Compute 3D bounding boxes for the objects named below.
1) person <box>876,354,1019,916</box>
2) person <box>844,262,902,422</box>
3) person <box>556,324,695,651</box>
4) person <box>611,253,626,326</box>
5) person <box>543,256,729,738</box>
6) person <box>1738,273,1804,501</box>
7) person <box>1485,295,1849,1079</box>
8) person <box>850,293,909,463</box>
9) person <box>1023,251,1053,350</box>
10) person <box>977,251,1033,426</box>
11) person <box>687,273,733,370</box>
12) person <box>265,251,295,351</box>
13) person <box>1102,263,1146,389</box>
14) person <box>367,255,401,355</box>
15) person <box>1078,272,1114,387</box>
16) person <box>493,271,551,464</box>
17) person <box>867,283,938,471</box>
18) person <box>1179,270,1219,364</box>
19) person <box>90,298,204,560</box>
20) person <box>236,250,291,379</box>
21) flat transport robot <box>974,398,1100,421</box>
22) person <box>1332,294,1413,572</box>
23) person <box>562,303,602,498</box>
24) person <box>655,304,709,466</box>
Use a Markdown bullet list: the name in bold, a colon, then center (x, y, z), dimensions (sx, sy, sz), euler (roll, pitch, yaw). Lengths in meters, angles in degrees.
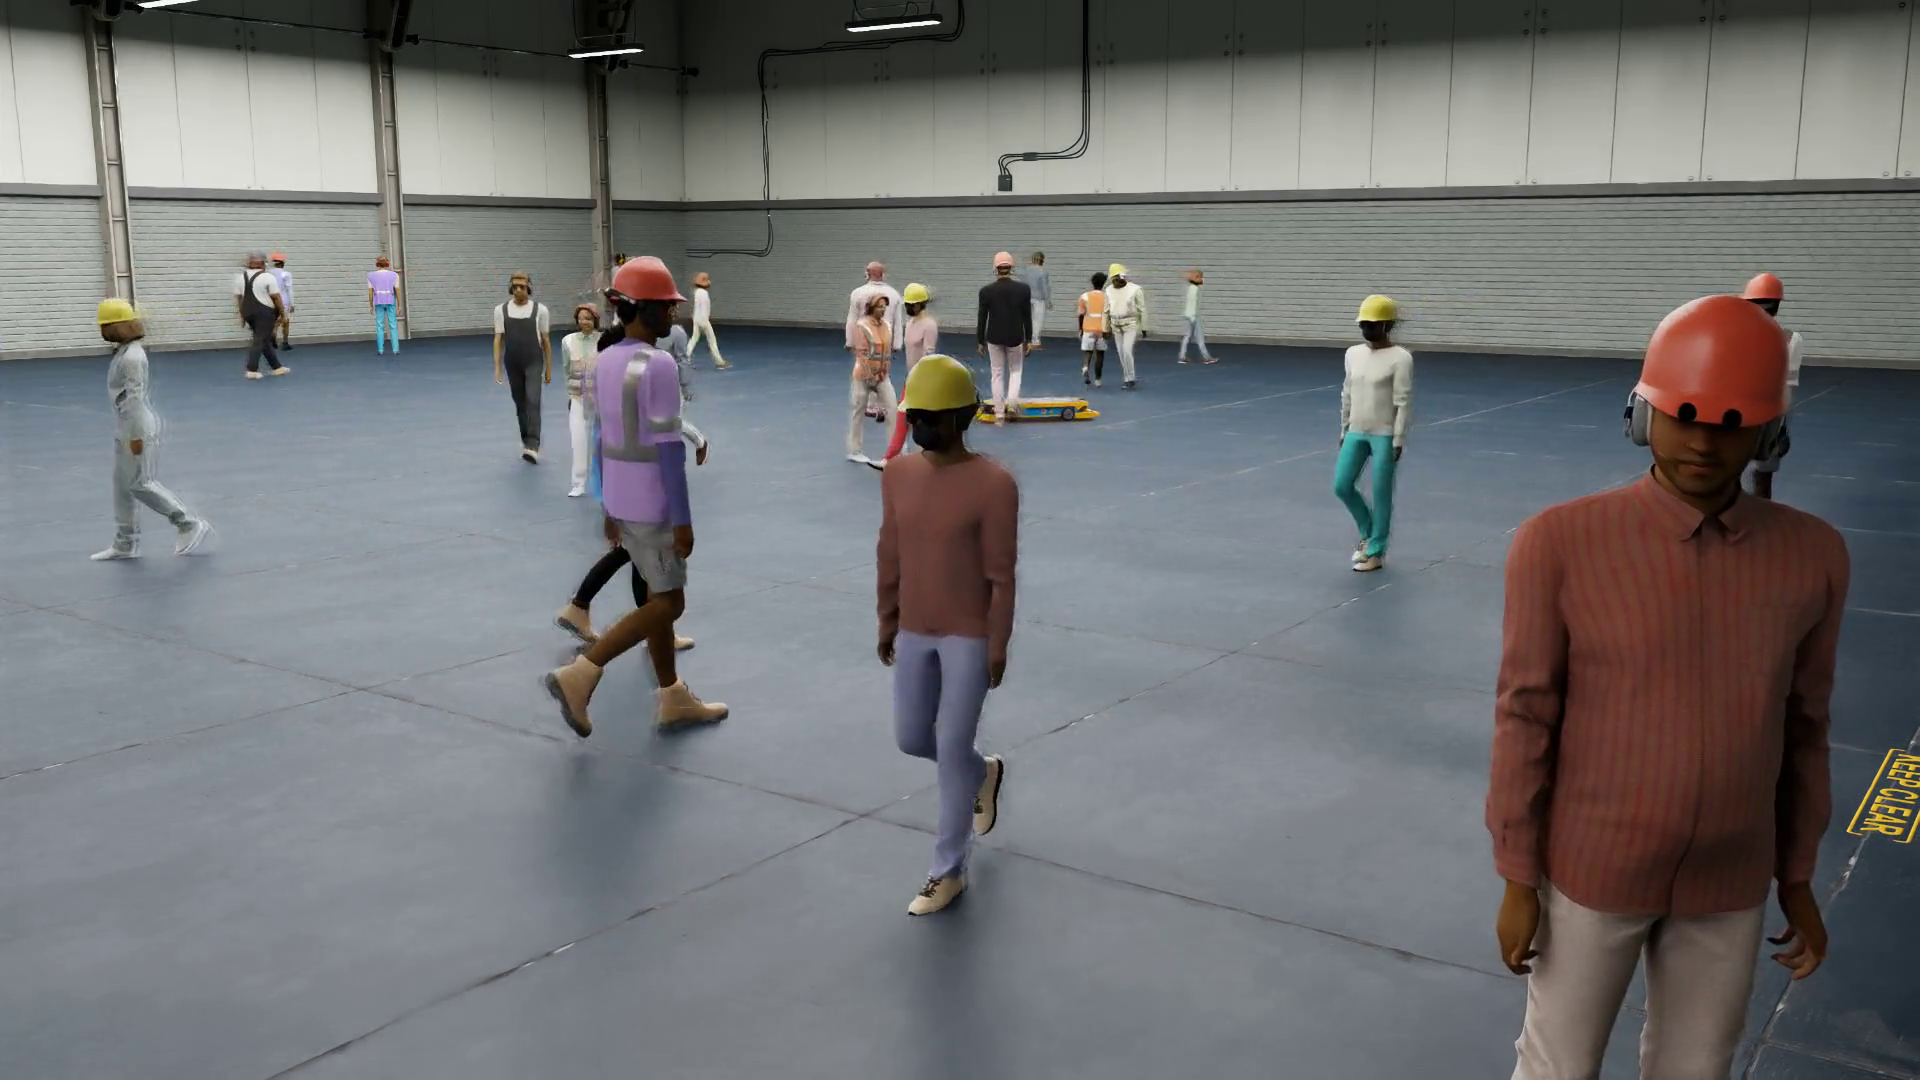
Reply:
- **person**: center (0.003, 0.273, 5.315), dimensions (0.525, 1.747, 0.622), euler (7, 13, 36)
- **person**: center (-0.994, -2.329, 19.546), dimensions (0.641, 1.864, 0.977), euler (-6, 12, -31)
- **person**: center (-1.734, -0.254, 8.433), dimensions (0.680, 1.682, 0.541), euler (-2, 10, -11)
- **person**: center (-7.377, -5.346, 36.464), dimensions (0.685, 1.845, 0.568), euler (-6, 12, -32)
- **person**: center (-1.360, -0.155, 6.908), dimensions (0.765, 2.028, 0.619), euler (-6, 12, -32)
- **person**: center (5.123, -0.779, 10.797), dimensions (0.554, 1.895, 1.001), euler (7, 13, 36)
- **person**: center (1.222, 0.577, 2.902), dimensions (0.610, 1.989, 0.392), euler (0, 10, -3)
- **person**: center (-0.740, -1.496, 15.567), dimensions (0.786, 1.604, 0.513), euler (9, 14, 41)
- **person**: center (1.525, -4.662, 32.435), dimensions (0.428, 1.920, 0.632), euler (-7, 12, -34)
- **person**: center (0.503, -2.281, 18.923), dimensions (0.640, 1.977, 0.440), euler (0, 10, -1)
- **person**: center (-4.211, -3.599, 27.408), dimensions (0.847, 1.582, 0.515), euler (-5, 11, -27)
- **person**: center (-13.136, -4.608, 32.133), dimensions (0.561, 1.919, 0.466), euler (1, 10, 6)
- **person**: center (2.327, -3.019, 23.599), dimensions (0.611, 1.788, 0.608), euler (8, 13, 36)
- **person**: center (-10.702, -4.361, 30.951), dimensions (0.565, 1.849, 0.389), euler (-3, 10, -15)
- **person**: center (1.959, -3.007, 23.866), dimensions (0.540, 1.678, 0.515), euler (1, 10, 8)
- **person**: center (-4.151, -1.628, 15.757), dimensions (0.509, 1.798, 0.947), euler (0, 10, -2)
- **person**: center (-0.384, -1.442, 14.966), dimensions (0.902, 1.714, 0.542), euler (-7, 12, -33)
- **person**: center (4.121, -3.853, 28.768), dimensions (0.628, 1.607, 0.519), euler (0, 10, 1)
- **person**: center (-5.394, -0.724, 10.935), dimensions (0.639, 1.720, 0.502), euler (-6, 12, -32)
- **person**: center (-10.810, -3.531, 25.767), dimensions (0.691, 2.000, 1.042), euler (4, 11, 24)
- **flat transport robot**: center (0.865, -1.552, 19.640), dimensions (1.431, 0.197, 0.652), euler (-3, 11, -17)
- **person**: center (2.596, -0.667, 10.506), dimensions (0.366, 1.750, 0.548), euler (-8, 13, -39)
- **person**: center (-3.049, -1.191, 13.921), dimensions (0.519, 1.596, 0.862), euler (1, 10, 6)
- **person**: center (-2.569, -1.386, 14.941), dimensions (0.496, 1.617, 0.507), euler (-10, 14, -43)
